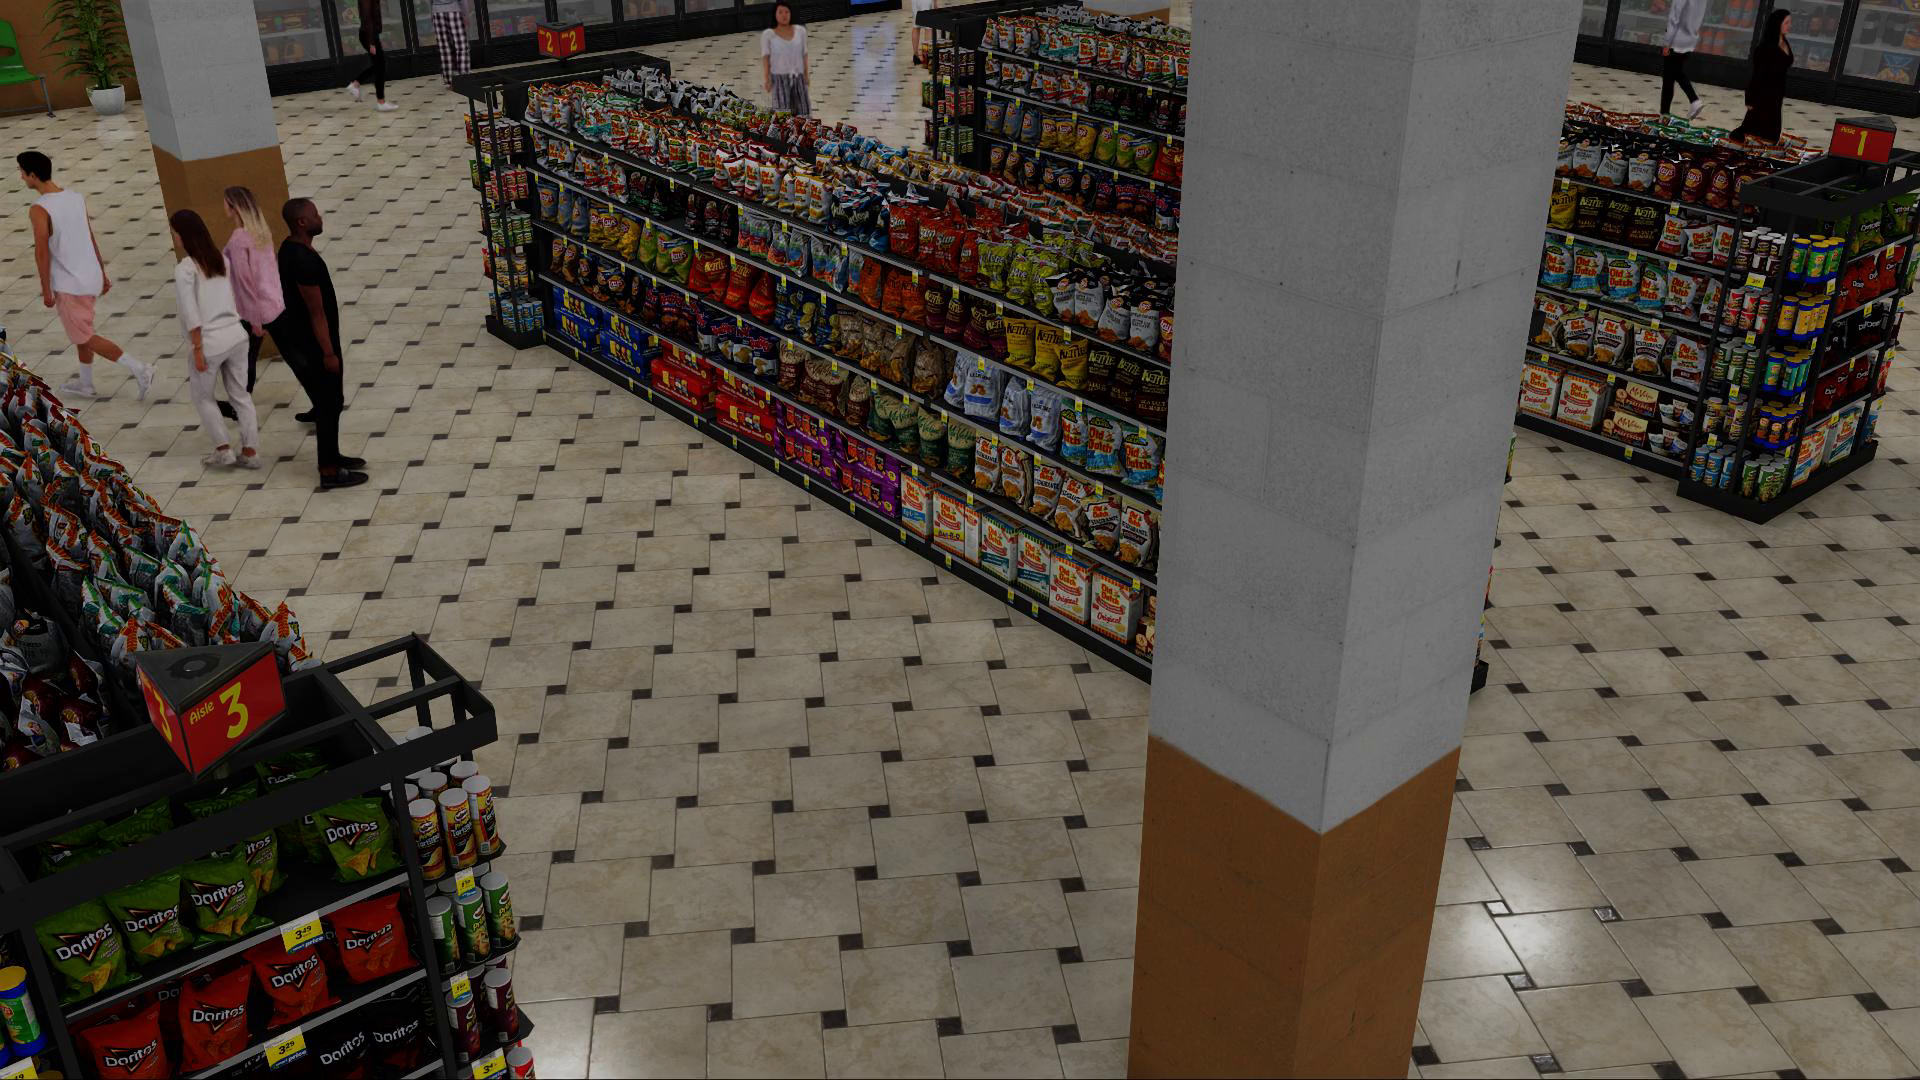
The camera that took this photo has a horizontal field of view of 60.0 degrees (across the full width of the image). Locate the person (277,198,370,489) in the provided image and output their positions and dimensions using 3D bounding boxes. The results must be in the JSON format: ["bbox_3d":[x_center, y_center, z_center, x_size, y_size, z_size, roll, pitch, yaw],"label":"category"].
[{"bbox_3d":[-4.009,-1.224,10.352,0.781,1.811,0.598,-11,29,-20],"label":"person"}]

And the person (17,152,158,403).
[{"bbox_3d":[-6.052,-1.784,11.521,1.165,1.753,1.060,4,27,7],"label":"person"}]

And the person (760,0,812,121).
[{"bbox_3d":[-1.875,-4.961,17.880,0.791,1.668,0.817,-10,28,-18],"label":"person"}]

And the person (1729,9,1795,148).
[{"bbox_3d":[8.042,-4.474,16.852,1.115,1.729,0.831,18,32,31],"label":"person"}]

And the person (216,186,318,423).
[{"bbox_3d":[-4.565,-1.508,11.100,1.146,1.642,1.002,5,27,11],"label":"person"}]

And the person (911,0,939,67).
[{"bbox_3d":[-0.495,-7.282,22.365,0.526,1.750,0.676,18,32,31],"label":"person"}]

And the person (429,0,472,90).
[{"bbox_3d":[-6.455,-6.620,20.971,0.767,1.831,0.825,-4,27,-8],"label":"person"}]

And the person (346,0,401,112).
[{"bbox_3d":[-7.103,-5.954,19.819,0.875,1.685,0.877,-6,28,-12],"label":"person"}]

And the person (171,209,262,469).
[{"bbox_3d":[-4.641,-1.235,10.534,0.757,1.666,0.738,9,28,16],"label":"person"}]

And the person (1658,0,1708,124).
[{"bbox_3d":[8.337,-5.681,19.023,0.723,1.917,0.901,-19,32,-32],"label":"person"}]
